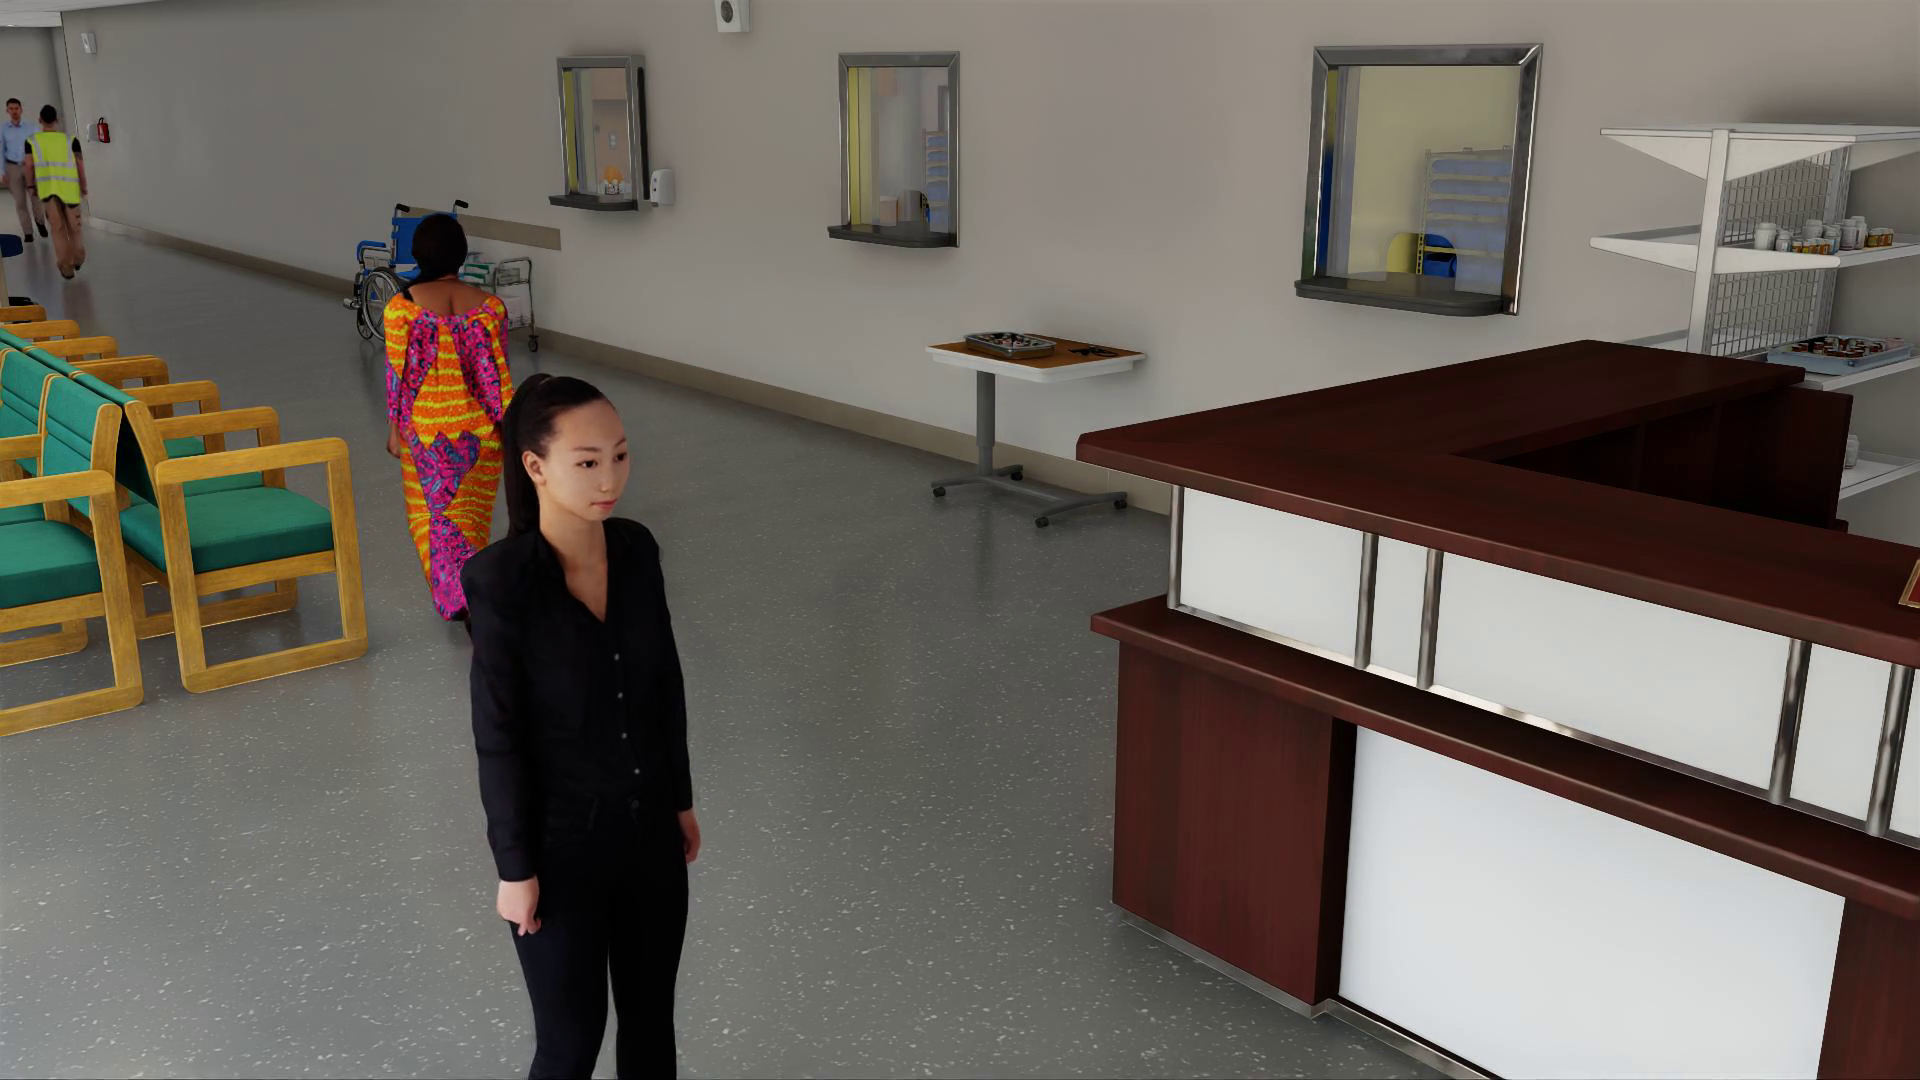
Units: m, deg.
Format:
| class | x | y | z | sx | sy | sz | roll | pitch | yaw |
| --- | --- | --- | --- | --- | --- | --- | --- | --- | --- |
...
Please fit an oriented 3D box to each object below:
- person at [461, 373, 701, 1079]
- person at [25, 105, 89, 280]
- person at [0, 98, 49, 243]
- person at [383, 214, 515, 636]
| class | x | y | z | sx | sy | sz | roll | pitch | yaw |
| --- | --- | --- | --- | --- | --- | --- | --- | --- | --- |
| person | -0.651 | 0.548 | 2.926 | 0.672 | 1.712 | 0.490 | 12 | 20 | 37 |
| person | -9.609 | -3.676 | 17.748 | 1.115 | 1.798 | 0.879 | -9 | 18 | -30 |
| person | -12.291 | -4.841 | 21.807 | 0.774 | 1.839 | 0.826 | -6 | 17 | -21 |
| person | -1.990 | -0.433 | 6.501 | 0.980 | 1.660 | 0.713 | -11 | 19 | -35 |
